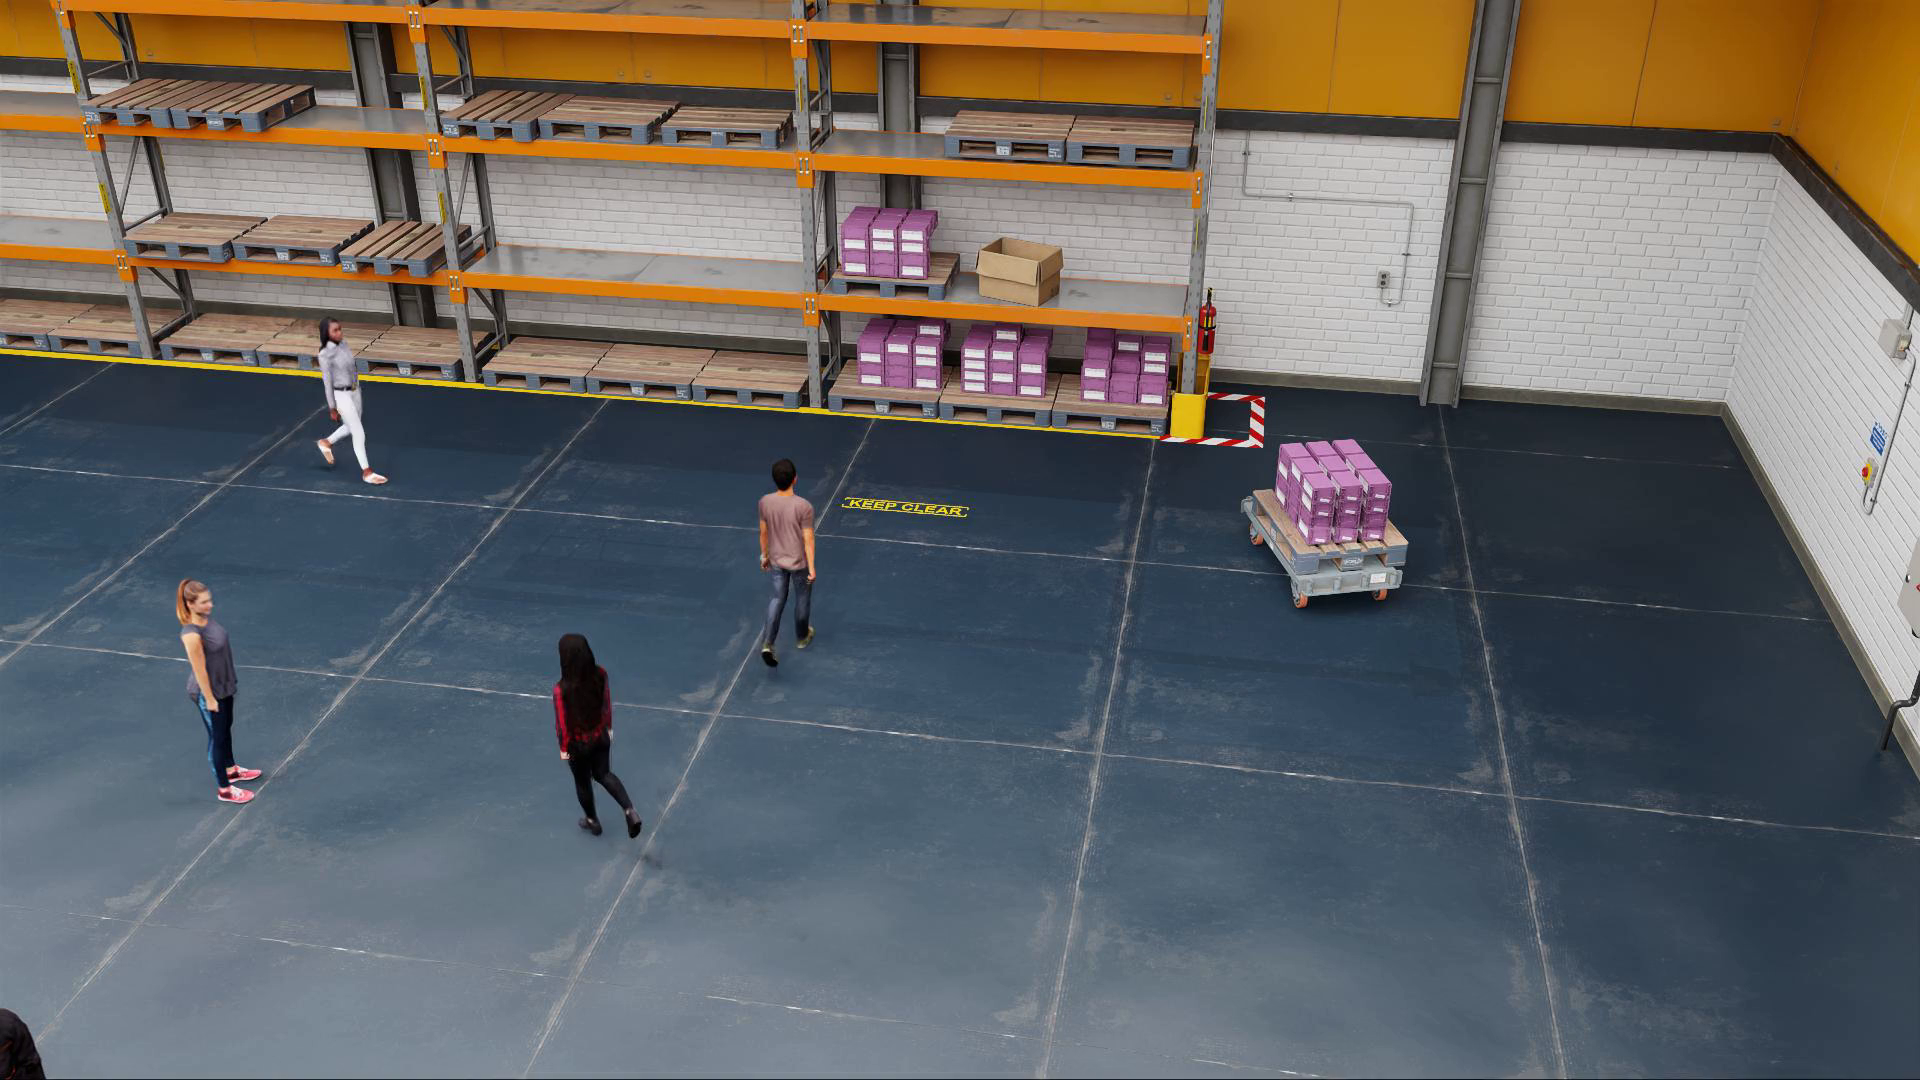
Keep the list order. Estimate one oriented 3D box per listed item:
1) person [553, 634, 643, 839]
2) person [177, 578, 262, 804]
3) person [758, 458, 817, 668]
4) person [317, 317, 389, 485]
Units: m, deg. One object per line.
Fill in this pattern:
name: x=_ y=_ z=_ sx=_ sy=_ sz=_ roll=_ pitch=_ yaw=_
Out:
person: x=-2.460 y=1.379 z=11.235 sx=0.966 sy=1.640 sz=0.819 roll=20 pitch=34 yaw=32
person: x=-5.272 y=1.047 z=11.754 sx=0.621 sy=1.725 sz=0.628 roll=-4 pitch=29 yaw=-6
person: x=-1.395 y=0.205 z=13.265 sx=0.988 sy=1.756 sz=0.771 roll=8 pitch=30 yaw=15
person: x=-6.053 y=-1.365 z=16.200 sx=1.086 sy=1.701 sz=0.701 roll=9 pitch=30 yaw=17
